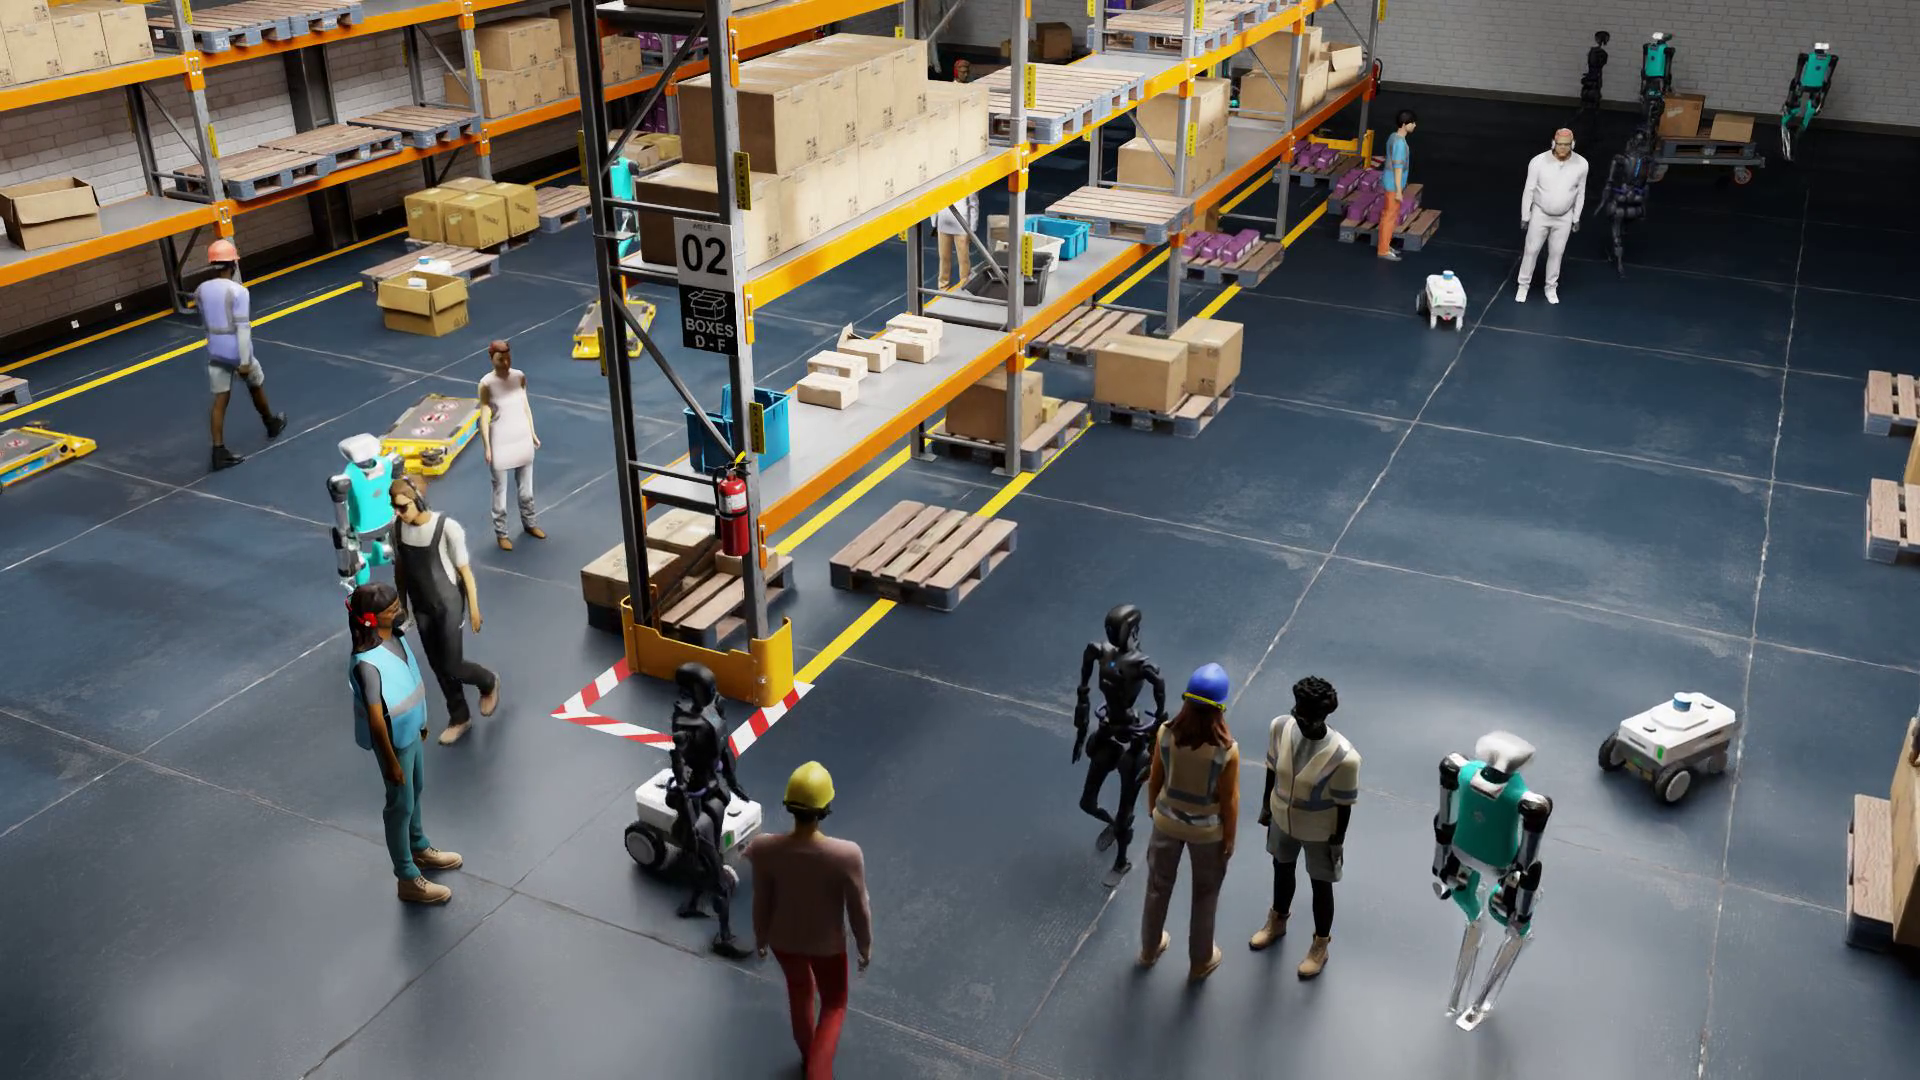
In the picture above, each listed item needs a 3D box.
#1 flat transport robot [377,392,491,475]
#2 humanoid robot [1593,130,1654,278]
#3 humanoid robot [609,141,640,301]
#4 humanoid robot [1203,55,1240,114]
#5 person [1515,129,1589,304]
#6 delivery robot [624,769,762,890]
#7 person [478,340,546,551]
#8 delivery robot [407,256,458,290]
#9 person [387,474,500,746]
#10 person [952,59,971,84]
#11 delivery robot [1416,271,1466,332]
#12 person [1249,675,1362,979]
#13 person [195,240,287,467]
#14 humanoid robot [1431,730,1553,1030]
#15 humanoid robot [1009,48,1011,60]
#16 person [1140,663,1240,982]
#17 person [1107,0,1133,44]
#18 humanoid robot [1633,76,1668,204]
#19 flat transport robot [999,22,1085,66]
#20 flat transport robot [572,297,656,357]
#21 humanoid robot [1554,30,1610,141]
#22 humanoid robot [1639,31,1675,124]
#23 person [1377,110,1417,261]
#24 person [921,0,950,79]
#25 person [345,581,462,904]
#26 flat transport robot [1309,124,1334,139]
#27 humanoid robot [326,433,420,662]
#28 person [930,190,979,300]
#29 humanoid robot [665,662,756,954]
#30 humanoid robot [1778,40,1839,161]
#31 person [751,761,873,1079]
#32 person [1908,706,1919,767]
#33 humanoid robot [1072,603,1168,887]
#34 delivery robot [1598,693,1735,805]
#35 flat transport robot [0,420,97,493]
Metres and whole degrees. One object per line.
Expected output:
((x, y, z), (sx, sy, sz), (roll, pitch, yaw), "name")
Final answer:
((-4.650, -0.945, 14.687), (0.659, 0.231, 1.431), (2, 26, 5), "flat transport robot")
((7.594, -3.891, 19.108), (0.614, 1.621, 0.798), (-4, 27, -8), "humanoid robot")
((-3.726, -3.312, 17.846), (0.541, 1.822, 0.675), (8, 28, 16), "humanoid robot")
((3.922, -6.575, 24.421), (1.062, 1.727, 0.544), (-19, 32, -34), "humanoid robot")
((6.400, -3.493, 17.991), (0.651, 1.905, 0.406), (3, 27, 7), "person")
((-1.475, 1.574, 9.296), (0.805, 0.612, 0.499), (15, 30, 28), "delivery robot")
((-3.438, -0.740, 12.704), (0.461, 1.656, 0.269), (-23, 35, -39), "person")
((-5.790, -2.805, 18.100), (0.499, 0.576, 0.747), (2, 26, 4), "delivery robot")
((-3.191, 0.405, 10.218), (0.520, 1.820, 0.481), (9, 28, 18), "person")
((-0.023, -5.385, 21.884), (0.397, 1.840, 0.563), (12, 29, 23), "person")
((5.134, -2.546, 17.621), (0.499, 0.614, 0.818), (4, 27, 7), "delivery robot")
((1.725, 1.413, 8.324), (0.320, 1.693, 0.534), (-23, 35, -39), "person")
((-6.260, -1.613, 14.261), (0.546, 1.854, 1.066), (6, 27, 11), "person")
((2.563, 1.609, 7.894), (0.709, 1.796, 0.549), (-23, 34, -38), "humanoid robot")
((0.941, -6.971, 25.311), (0.728, 1.631, 0.603), (7, 27, 13), "humanoid robot")
((1.148, 1.401, 8.261), (0.485, 1.766, 0.354), (12, 29, 23), "person")
((2.786, -9.021, 29.152), (0.550, 1.918, 0.460), (23, 34, 38), "person")
((8.972, -5.233, 21.753), (0.377, 1.645, 0.608), (12, 29, 23), "humanoid robot")
((1.420, -8.309, 29.562), (1.431, 0.231, 0.659), (21, 33, 36), "flat transport robot")
((-3.574, -2.204, 17.229), (0.659, 0.231, 1.431), (-1, 26, -2), "flat transport robot")
((9.452, -6.832, 25.050), (0.748, 1.642, 0.609), (2, 26, 4), "humanoid robot")
((10.326, -6.495, 24.342), (0.814, 1.876, 0.550), (-12, 29, -22), "humanoid robot")
((5.116, -4.159, 19.503), (0.339, 1.759, 0.499), (3, 26, 6), "person")
((-0.461, -9.173, 29.613), (0.527, 1.785, 0.980), (-10, 28, -20), "person")
((-2.984, 1.064, 8.830), (0.391, 1.866, 0.519), (-1, 26, -2), "person")
((4.862, -6.044, 24.988), (1.431, 0.231, 0.659), (7, 27, 13), "flat transport robot")
((-3.971, 0.057, 10.991), (0.976, 1.716, 0.547), (19, 32, 33), "humanoid robot")
((-0.072, -3.396, 17.962), (0.562, 1.752, 0.325), (11, 29, 22), "person")
((-1.295, 1.340, 8.496), (0.531, 1.653, 0.584), (8, 27, 15), "humanoid robot")
((12.042, -6.230, 23.839), (0.543, 1.895, 0.763), (3, 26, 6), "humanoid robot")
((-0.677, 1.819, 7.442), (0.556, 1.739, 0.630), (5, 27, 10), "person")
((5.295, 1.122, 8.704), (0.591, 1.867, 0.543), (15, 30, 28), "person")
((0.893, 1.094, 8.985), (0.593, 1.655, 0.391), (20, 33, 35), "humanoid robot")
((4.294, 1.201, 10.021), (0.773, 0.586, 0.499), (-14, 30, -27), "delivery robot")
((-8.140, -0.638, 14.066), (0.659, 0.231, 1.431), (10, 28, 20), "flat transport robot")
